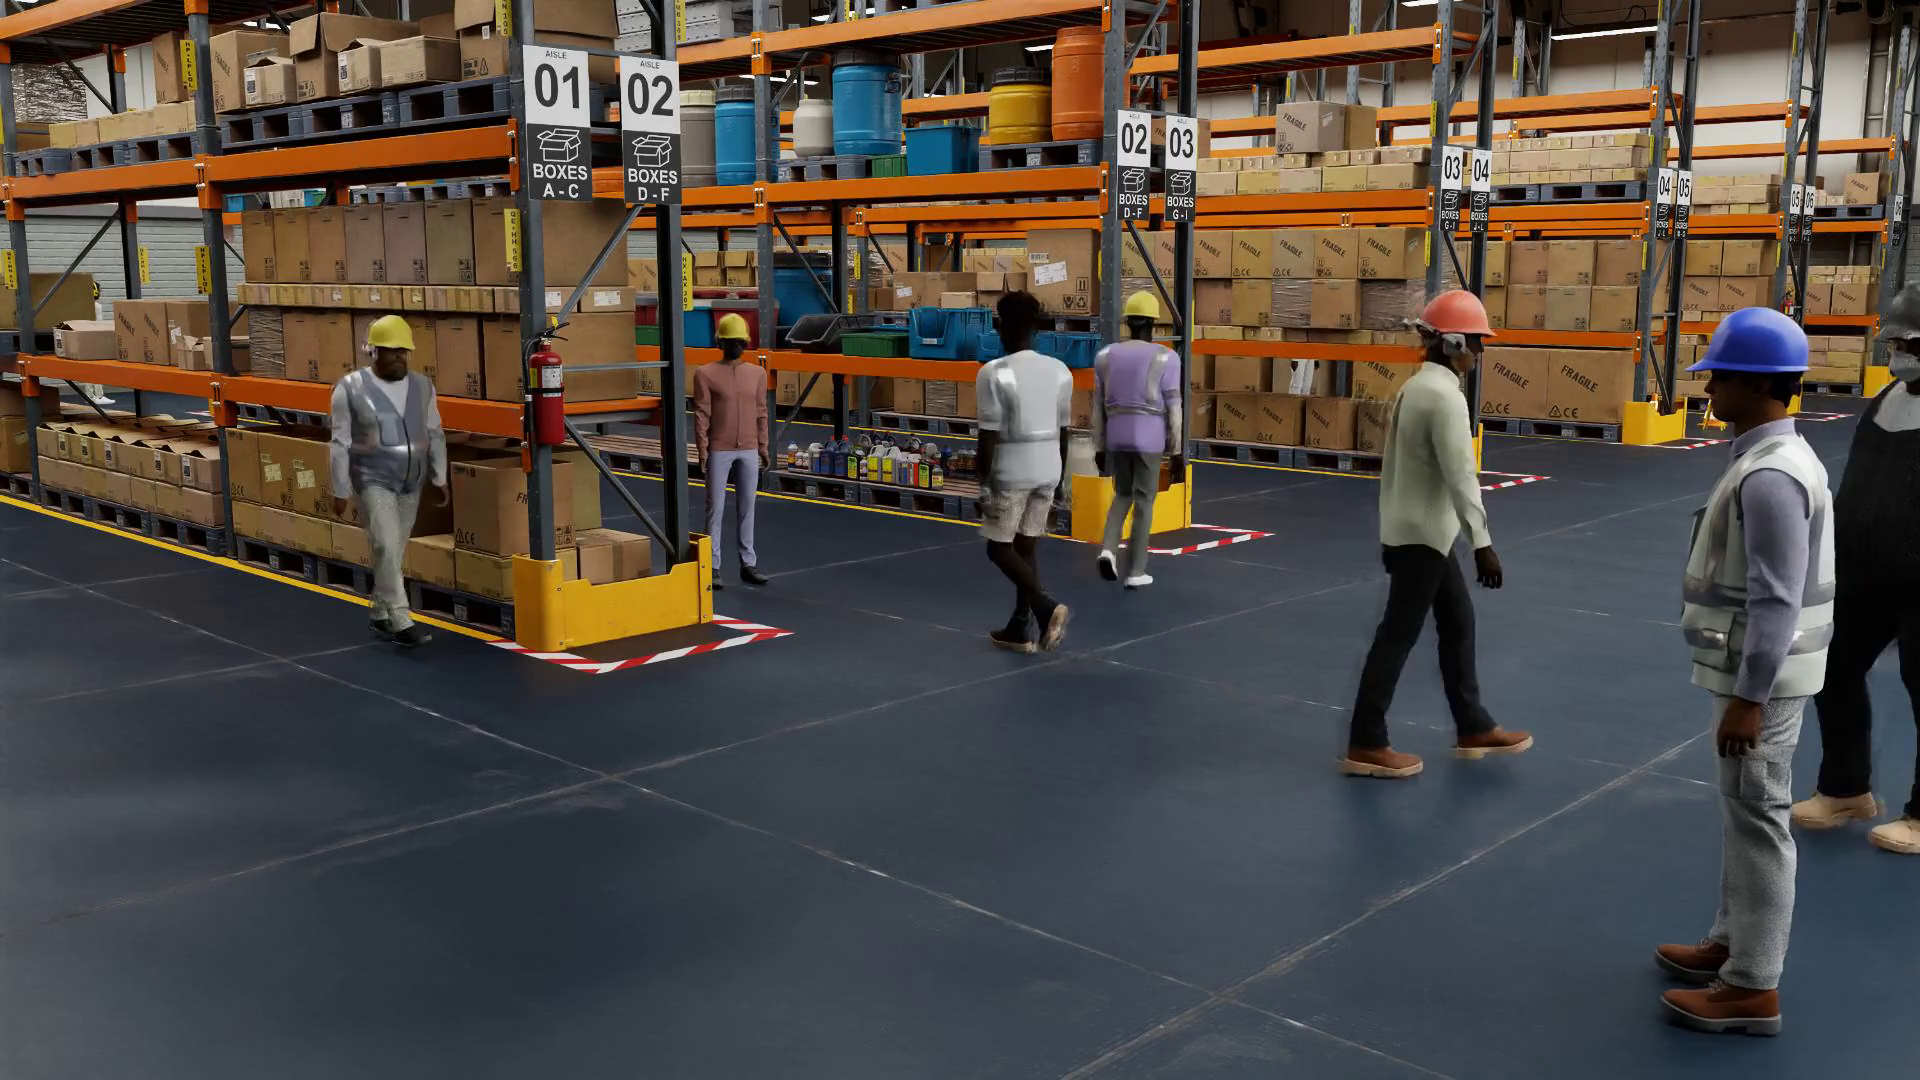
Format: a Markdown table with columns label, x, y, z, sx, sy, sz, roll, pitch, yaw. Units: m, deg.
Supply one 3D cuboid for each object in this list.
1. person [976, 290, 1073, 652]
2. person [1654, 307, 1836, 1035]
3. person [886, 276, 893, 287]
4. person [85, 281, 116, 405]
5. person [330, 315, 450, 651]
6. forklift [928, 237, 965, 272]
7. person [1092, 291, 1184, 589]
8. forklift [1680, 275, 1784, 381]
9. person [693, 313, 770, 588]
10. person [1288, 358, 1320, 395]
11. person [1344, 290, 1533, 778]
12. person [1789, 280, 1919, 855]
| label | x | y | z | sx | sy | sz | roll | pitch | yaw |
| --- | --- | --- | --- | --- | --- | --- | --- | --- | --- |
| person | 0.375 | -0.341 | 8.786 | 0.602 | 1.948 | 0.659 | -7 | 11 | -35 |
| person | 2.133 | 0.350 | 4.514 | 0.404 | 1.948 | 0.605 | 4 | 10 | 23 |
| person | -1.072 | -3.324 | 27.118 | 0.640 | 1.925 | 0.431 | -9 | 13 | -44 |
| person | -13.204 | -3.009 | 25.393 | 0.508 | 1.860 | 0.315 | 5 | 11 | 30 |
| person | -3.021 | -0.306 | 8.996 | 0.842 | 1.792 | 0.586 | 7 | 12 | 39 |
| forklift | -0.326 | -5.817 | 39.609 | 1.129 | 2.768 | 1.873 | 9 | 13 | 43 |
| person | 1.145 | -0.635 | 10.691 | 0.591 | 1.912 | 0.420 | 6 | 11 | 31 |
| forklift | 12.480 | -3.427 | 27.053 | 1.214 | 2.155 | 2.313 | 9 | 13 | 43 |
| person | -1.474 | -0.584 | 10.807 | 0.524 | 1.769 | 0.309 | -6 | 11 | -32 |
| person | 4.365 | -2.313 | 21.051 | 0.356 | 1.881 | 0.575 | 9 | 13 | 42 |
| person | 2.000 | -0.008 | 6.693 | 0.916 | 1.957 | 0.641 | 1 | 9 | 6 |
| person | 3.278 | 0.118 | 5.790 | 0.649 | 2.000 | 0.697 | -2 | 9 | -10 |
